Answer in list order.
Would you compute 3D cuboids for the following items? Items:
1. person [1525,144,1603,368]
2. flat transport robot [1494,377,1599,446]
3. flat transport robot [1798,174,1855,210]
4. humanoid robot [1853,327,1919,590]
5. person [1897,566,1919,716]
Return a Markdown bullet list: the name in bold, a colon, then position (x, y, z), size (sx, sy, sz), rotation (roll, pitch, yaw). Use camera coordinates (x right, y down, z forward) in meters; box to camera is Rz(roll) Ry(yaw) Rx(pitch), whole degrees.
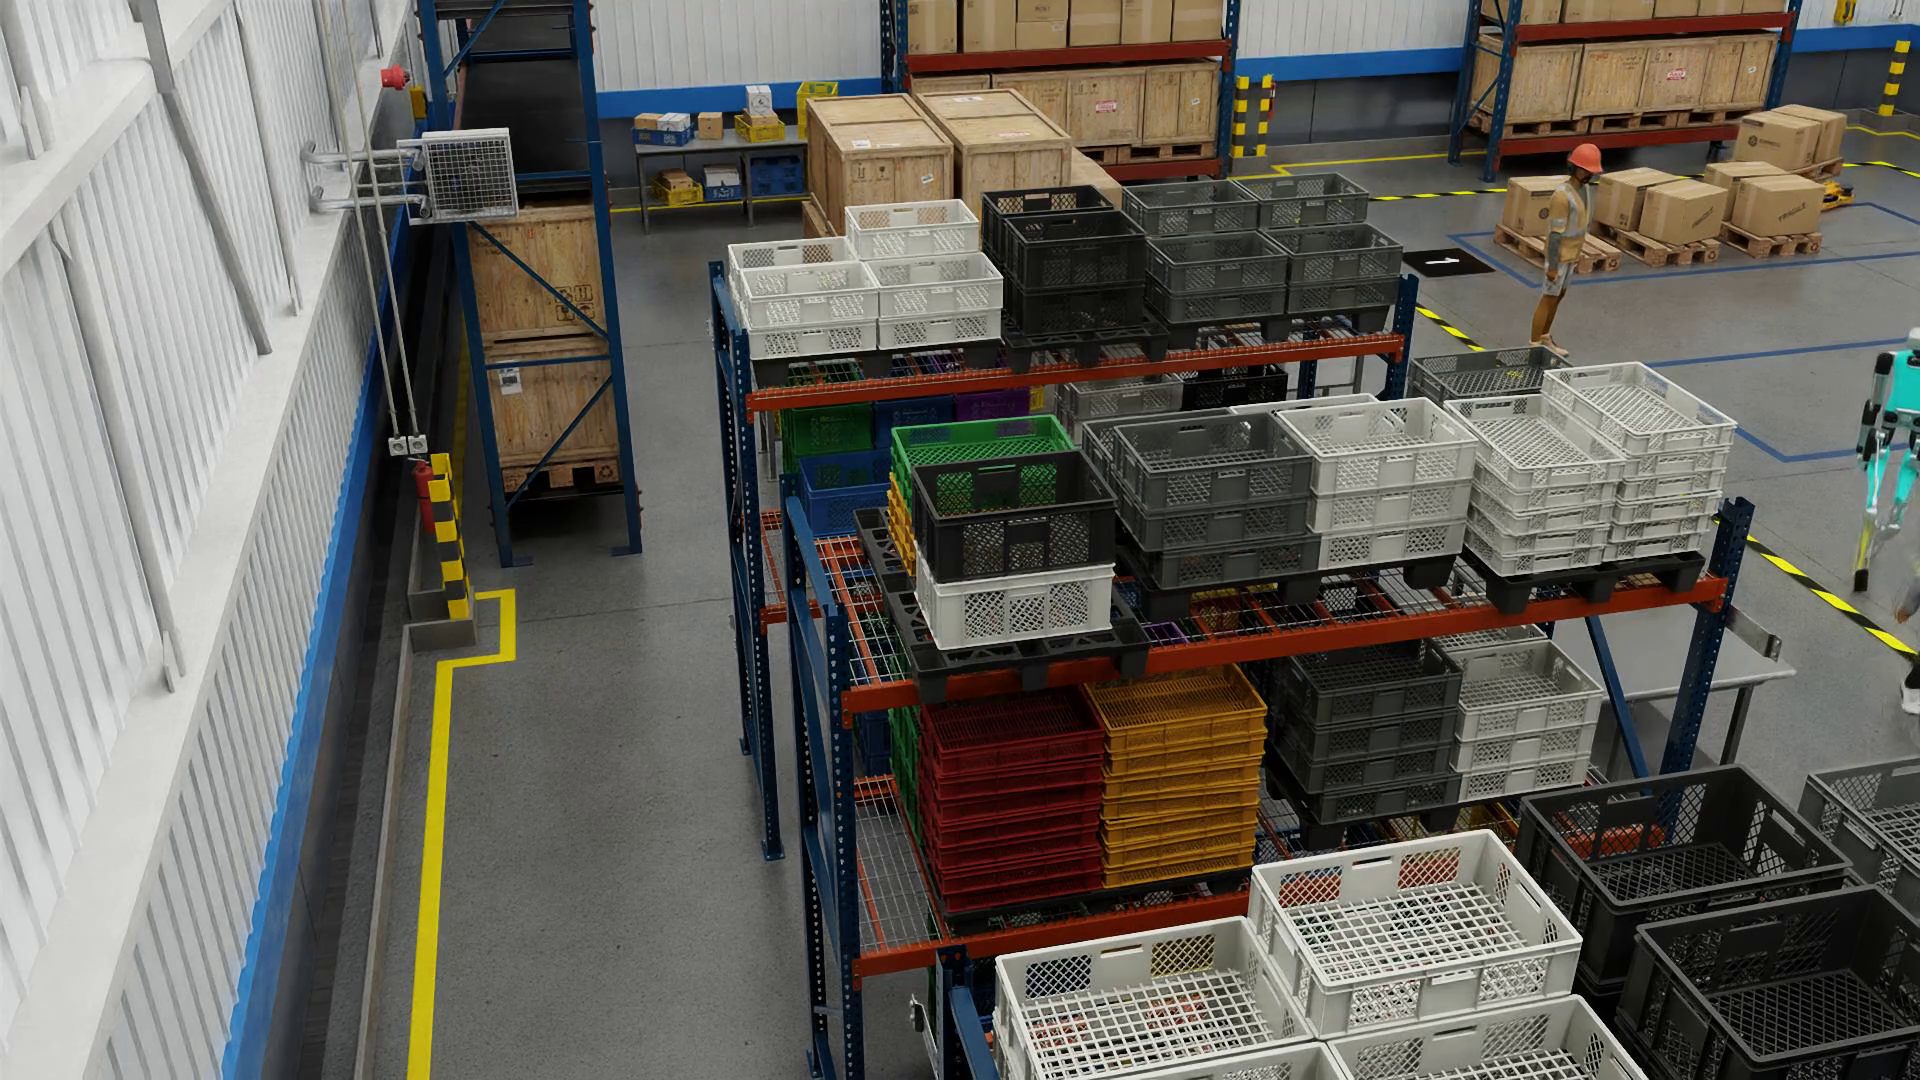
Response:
- **person**: position (5.483, -2.572, 15.033), size (0.391, 2.033, 0.613), rotation (19, 33, 32)
- **flat transport robot**: position (4.780, -1.036, 14.013), size (0.659, 0.231, 1.431), rotation (-6, 28, -12)
- **flat transport robot**: position (10.015, -4.320, 20.212), size (0.652, 0.197, 1.431), rotation (-19, 33, -32)
- **humanoid robot**: position (6.450, -0.506, 11.457), size (0.545, 1.773, 0.933), rotation (13, 31, 23)
- **person**: position (5.831, 0.392, 9.664), size (0.628, 1.792, 0.987), rotation (1, 28, 2)
